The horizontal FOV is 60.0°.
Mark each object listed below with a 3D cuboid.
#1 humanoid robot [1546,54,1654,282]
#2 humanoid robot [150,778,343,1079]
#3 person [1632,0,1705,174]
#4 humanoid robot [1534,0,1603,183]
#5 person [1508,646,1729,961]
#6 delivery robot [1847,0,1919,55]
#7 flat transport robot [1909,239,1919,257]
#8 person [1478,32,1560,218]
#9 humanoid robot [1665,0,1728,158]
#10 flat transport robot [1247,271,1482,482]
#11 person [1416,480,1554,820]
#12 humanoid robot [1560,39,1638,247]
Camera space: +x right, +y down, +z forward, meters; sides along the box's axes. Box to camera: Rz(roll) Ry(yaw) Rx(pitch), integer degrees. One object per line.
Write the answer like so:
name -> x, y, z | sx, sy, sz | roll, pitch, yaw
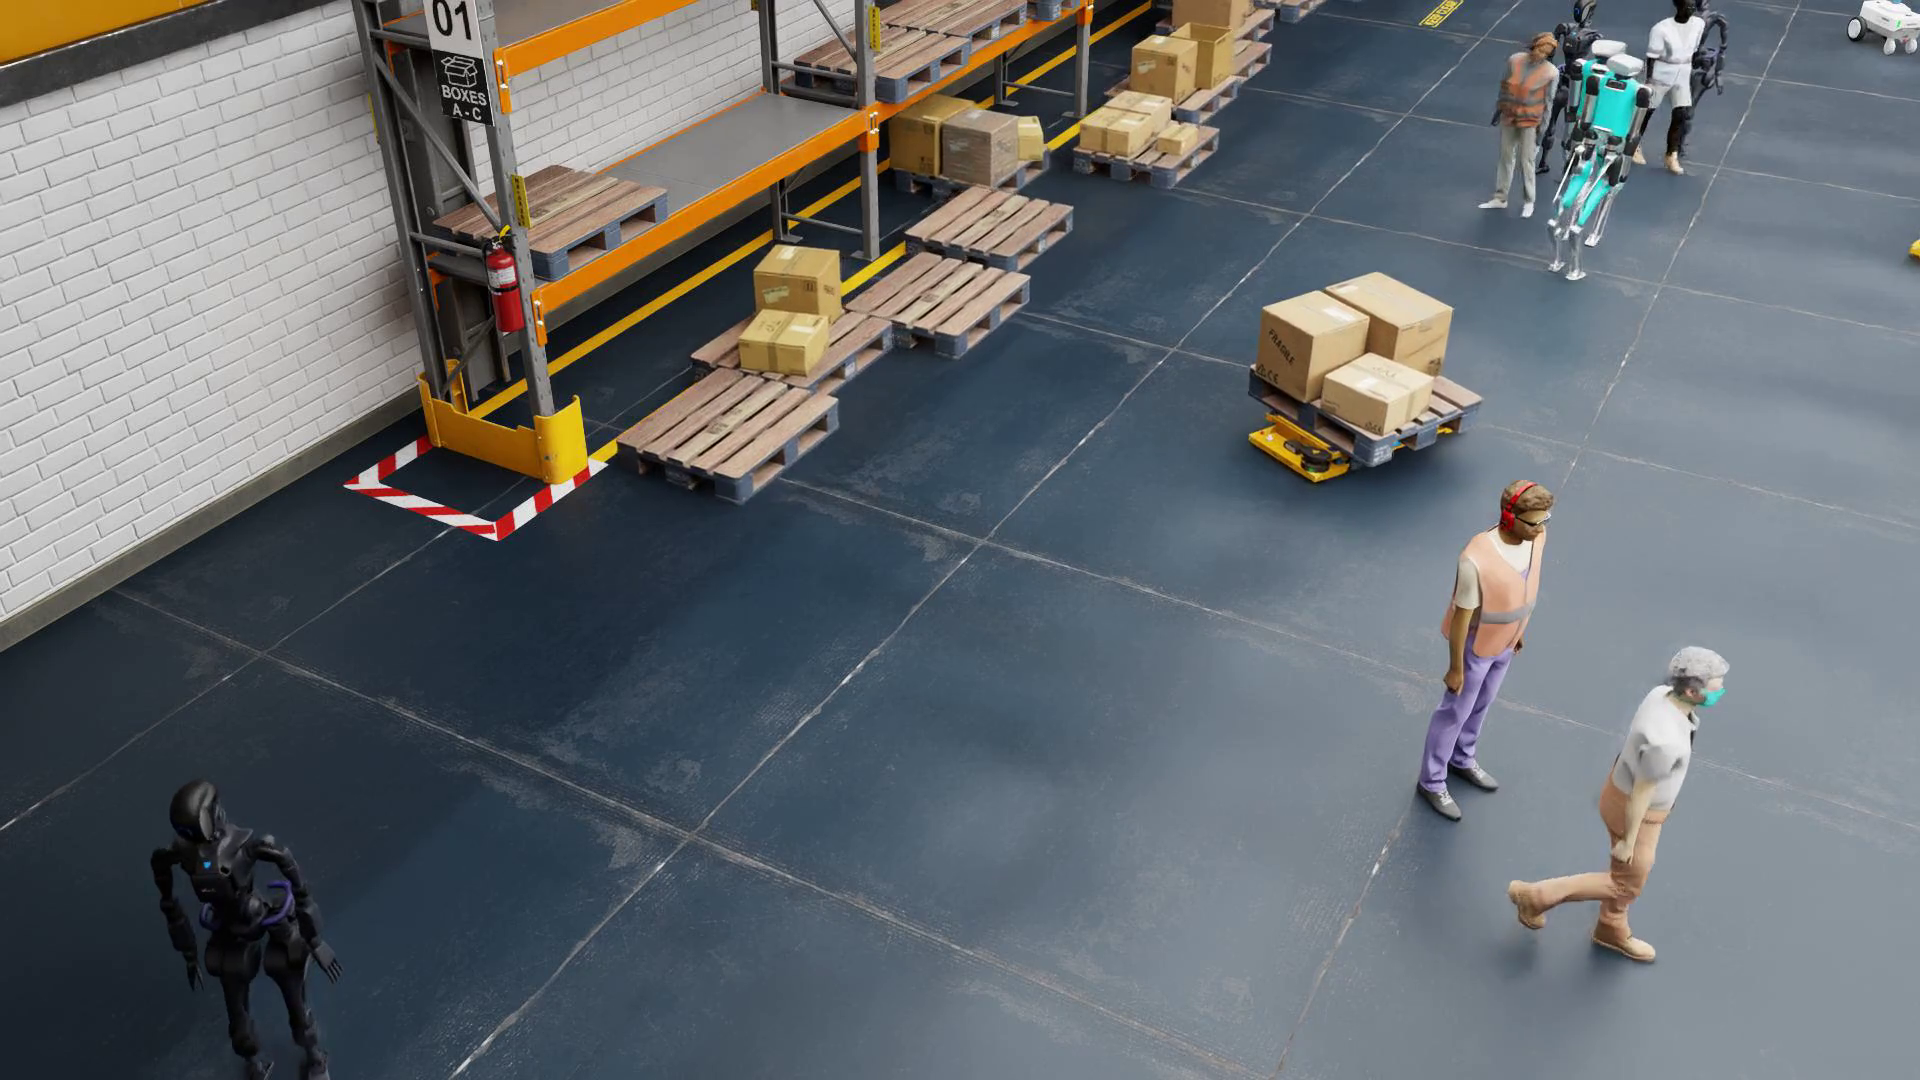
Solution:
humanoid robot -> 4.976, -2.895, 13.203 | 0.723, 1.786, 0.530 | -28, 43, -36
humanoid robot -> -2.744, 1.577, 6.484 | 0.608, 1.650, 0.334 | -2, 34, -4
person -> 6.506, -4.169, 15.175 | 0.549, 1.672, 0.737 | -5, 34, -7
humanoid robot -> 5.503, -4.063, 15.005 | 0.315, 1.657, 0.599 | -24, 40, -31
person -> 2.826, 1.125, 7.128 | 0.580, 1.731, 0.486 | 14, 36, 20
delivery robot -> 10.429, -5.806, 18.691 | 0.499, 0.614, 0.808 | -5, 34, -8
flat transport robot -> 8.676, -2.611, 14.099 | 1.431, 0.231, 0.659 | -28, 43, -36
person -> 4.868, -3.597, 14.373 | 0.352, 1.614, 0.566 | -22, 39, -29
humanoid robot -> 6.932, -4.442, 15.630 | 0.619, 1.613, 0.660 | 25, 41, 33
flat transport robot -> 2.730, -0.794, 11.349 | 1.431, 0.231, 0.659 | -20, 38, -27
person -> 2.503, 0.494, 7.974 | 0.568, 1.840, 0.373 | -25, 41, -33
humanoid robot -> 5.319, -3.325, 13.818 | 0.537, 1.748, 0.703 | 26, 41, 34
